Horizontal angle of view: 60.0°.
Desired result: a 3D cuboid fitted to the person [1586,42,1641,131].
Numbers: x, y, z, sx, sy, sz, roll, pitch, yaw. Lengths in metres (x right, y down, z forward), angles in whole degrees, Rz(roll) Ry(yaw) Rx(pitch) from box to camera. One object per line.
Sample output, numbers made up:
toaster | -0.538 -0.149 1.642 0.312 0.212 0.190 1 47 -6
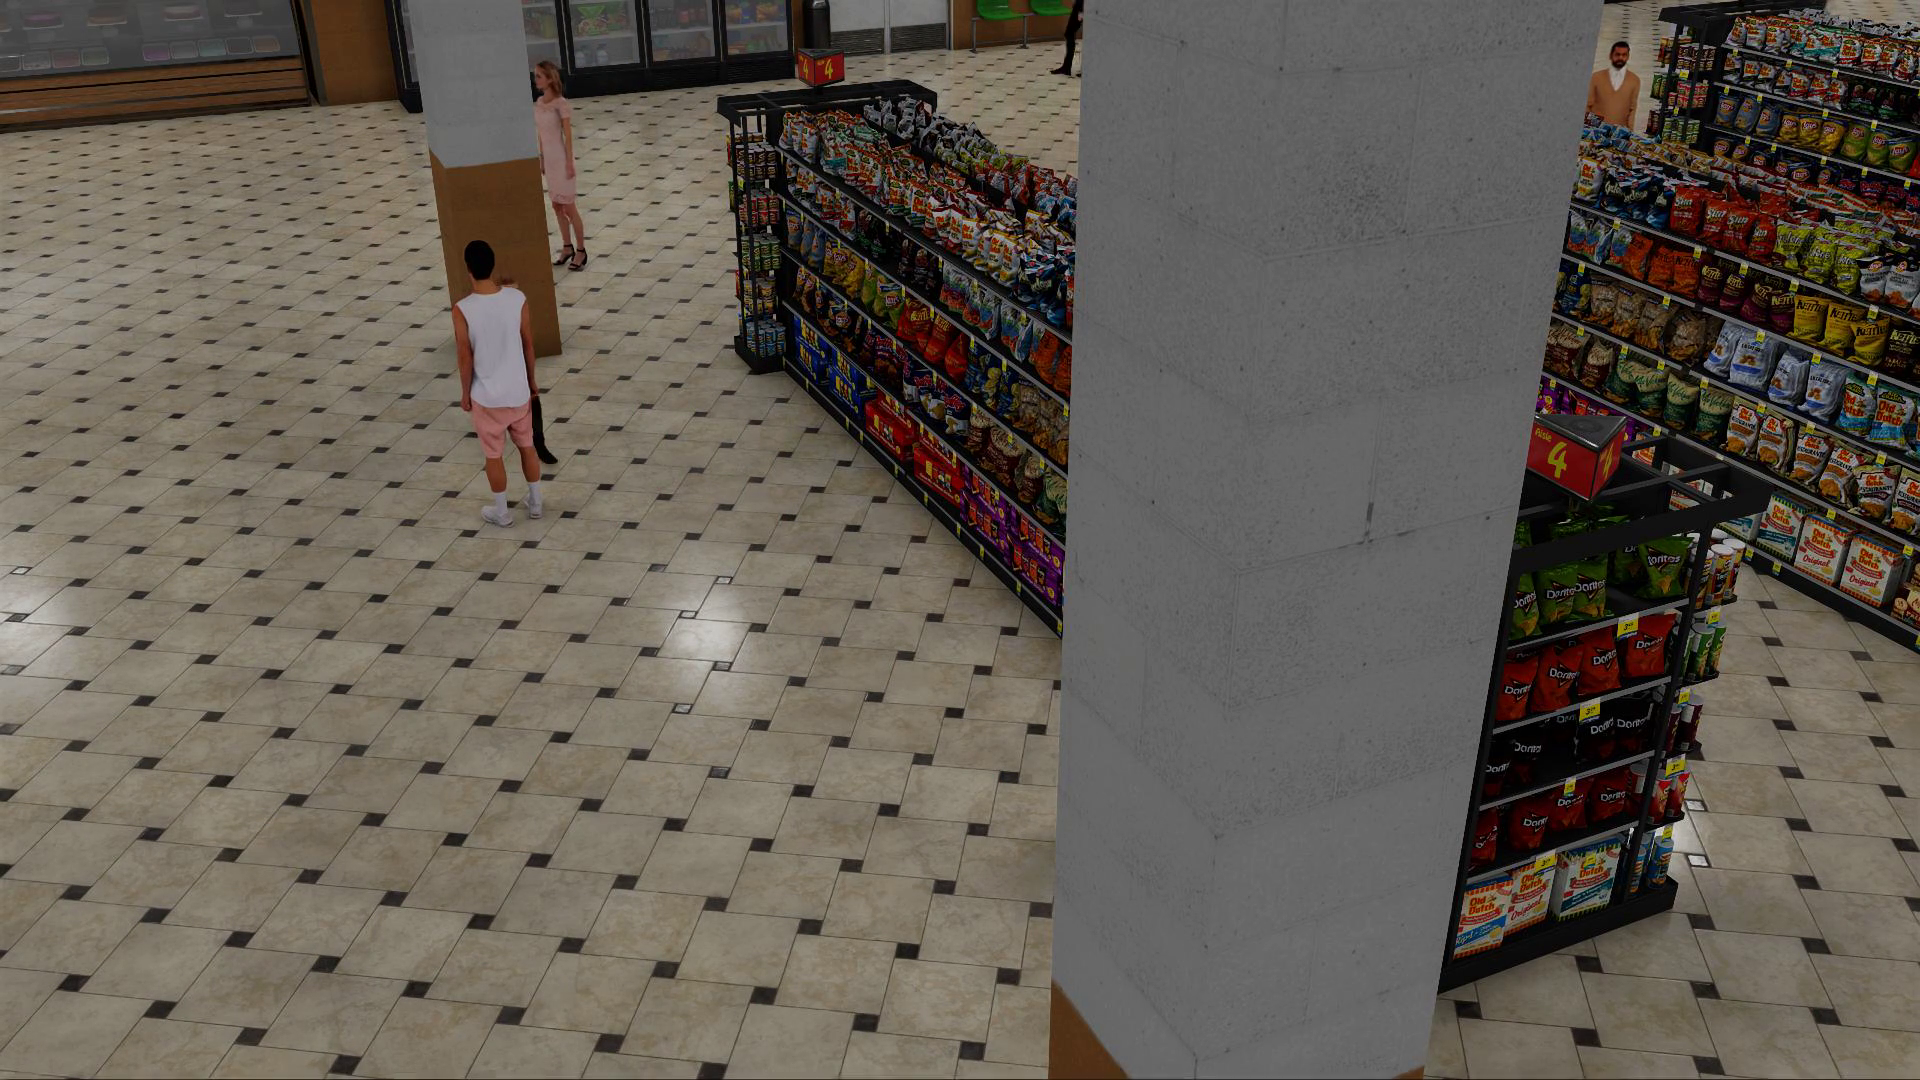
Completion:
person | 6.177 -3.876 15.943 0.762 1.754 0.790 4 27 9

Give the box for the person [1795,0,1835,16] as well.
person | 10.769 -6.597 21.164 1.300 1.885 1.191 17 32 30

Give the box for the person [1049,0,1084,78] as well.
person | 1.750 -7.132 22.233 0.842 1.871 0.863 -8 28 -16

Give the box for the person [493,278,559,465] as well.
person | -3.008 -1.136 11.085 0.950 1.261 0.730 22 34 36

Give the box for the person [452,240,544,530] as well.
person | -2.800 -0.932 10.099 0.679 1.789 0.633 -18 32 -32

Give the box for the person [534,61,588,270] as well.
person | -3.541 -3.326 14.777 0.568 1.828 0.710 21 34 35
